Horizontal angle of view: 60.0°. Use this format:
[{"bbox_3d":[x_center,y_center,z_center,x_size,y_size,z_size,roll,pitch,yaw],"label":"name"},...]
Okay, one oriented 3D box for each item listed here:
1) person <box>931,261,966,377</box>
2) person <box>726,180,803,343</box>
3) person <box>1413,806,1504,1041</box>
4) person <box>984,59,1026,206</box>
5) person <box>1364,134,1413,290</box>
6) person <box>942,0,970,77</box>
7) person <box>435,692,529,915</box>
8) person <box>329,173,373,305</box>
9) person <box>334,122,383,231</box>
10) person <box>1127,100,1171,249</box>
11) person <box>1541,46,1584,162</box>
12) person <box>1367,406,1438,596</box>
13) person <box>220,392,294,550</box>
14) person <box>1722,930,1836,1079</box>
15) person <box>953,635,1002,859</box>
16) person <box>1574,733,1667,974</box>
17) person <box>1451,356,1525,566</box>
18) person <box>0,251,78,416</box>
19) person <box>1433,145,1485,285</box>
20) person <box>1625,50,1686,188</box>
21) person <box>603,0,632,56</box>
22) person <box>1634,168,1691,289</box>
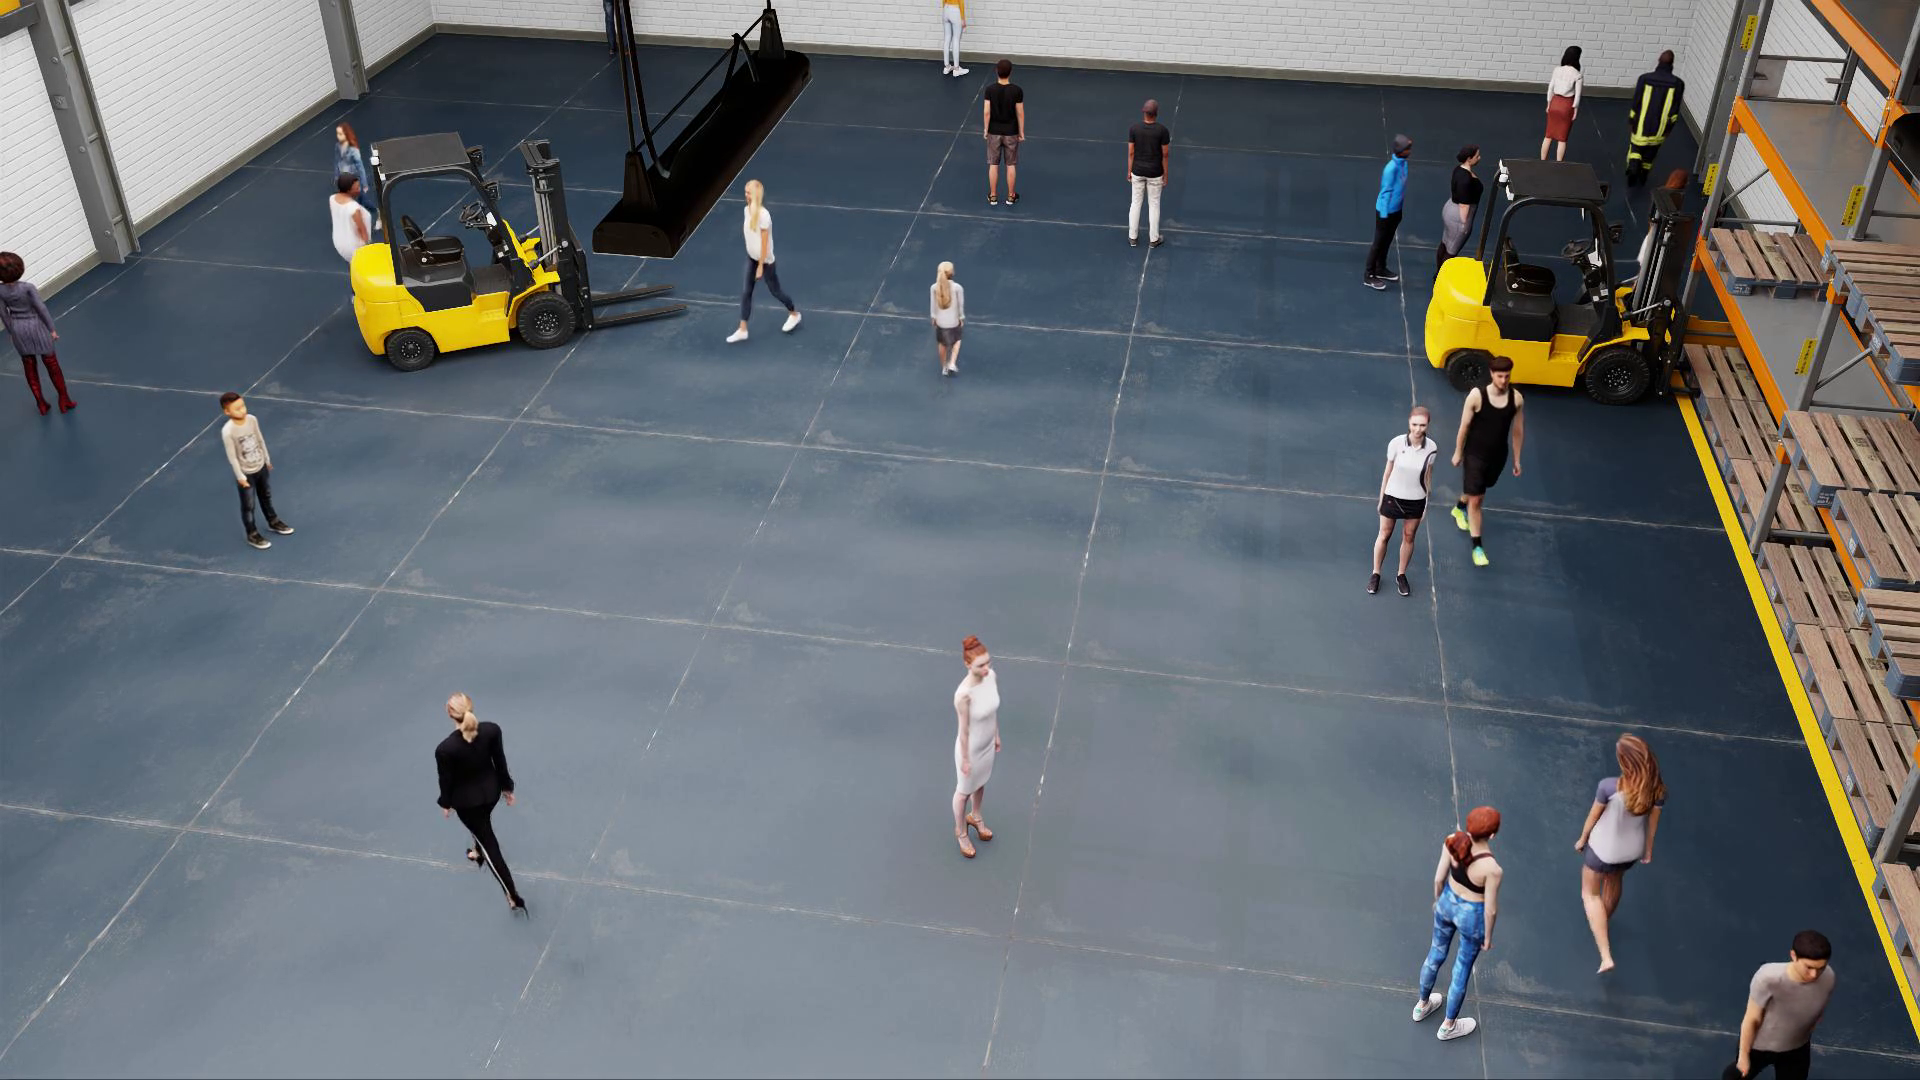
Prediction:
[{"bbox_3d":[-0.134,-2.274,17.252,0.506,1.271,0.528,6,34,9],"label":"person"},{"bbox_3d":[-2.054,-3.000,17.893,1.191,1.770,1.052,-26,42,-34],"label":"person"},{"bbox_3d":[2.999,2.272,9.948,0.743,1.785,0.687,-23,40,-31],"label":"person"},{"bbox_3d":[0.539,-5.174,21.081,0.704,1.861,0.598,2,34,3],"label":"person"},{"bbox_3d":[4.899,-3.779,19.042,0.746,1.795,0.632,23,40,31],"label":"person"},{"bbox_3d":[-0.114,-8.000,25.433,0.681,1.751,0.720,28,43,35],"label":"person"},{"bbox_3d":[-3.102,1.754,10.840,1.084,1.661,1.074,-27,42,-34],"label":"person"},{"bbox_3d":[-6.715,-3.232,18.333,0.794,1.670,0.807,23,40,30],"label":"person"},{"bbox_3d":[-7.336,-4.380,20.253,0.845,1.456,1.065,22,40,30],"label":"person"},{"bbox_3d":[2.246,-4.395,19.960,0.667,1.805,0.619,9,35,13],"label":"person"},{"bbox_3d":[7.901,-5.620,21.852,0.699,1.750,0.672,-28,43,-35],"label":"person"},{"bbox_3d":[3.711,-0.336,13.901,0.562,1.752,0.565,4,34,6],"label":"person"},{"bbox_3d":[-6.251,-0.639,14.620,0.657,1.461,0.522,15,36,21],"label":"person"},{"bbox_3d":[4.544,2.733,9.335,0.684,1.696,0.914,1,34,2],"label":"person"},{"bbox_3d":[0.099,1.396,11.258,0.690,1.793,0.557,22,40,30],"label":"person"},{"bbox_3d":[4.124,1.989,10.448,0.789,1.704,1.022,-1,34,-2],"label":"person"},{"bbox_3d":[4.558,-0.782,14.492,0.890,1.841,1.261,-2,34,-3],"label":"person"},{"bbox_3d":[-9.233,-2.049,16.516,0.649,1.710,0.607,-4,34,-6],"label":"person"},{"bbox_3d":[5.632,-3.639,18.864,0.747,1.760,0.572,3,34,4],"label":"person"},{"bbox_3d":[8.940,-5.406,21.478,0.874,1.808,1.062,14,36,20],"label":"person"},{"bbox_3d":[-5.486,-8.627,26.281,0.676,1.856,0.590,9,35,13],"label":"person"},{"bbox_3d":[7.699,-3.291,18.378,0.774,1.718,0.664,24,40,31],"label":"person"}]
